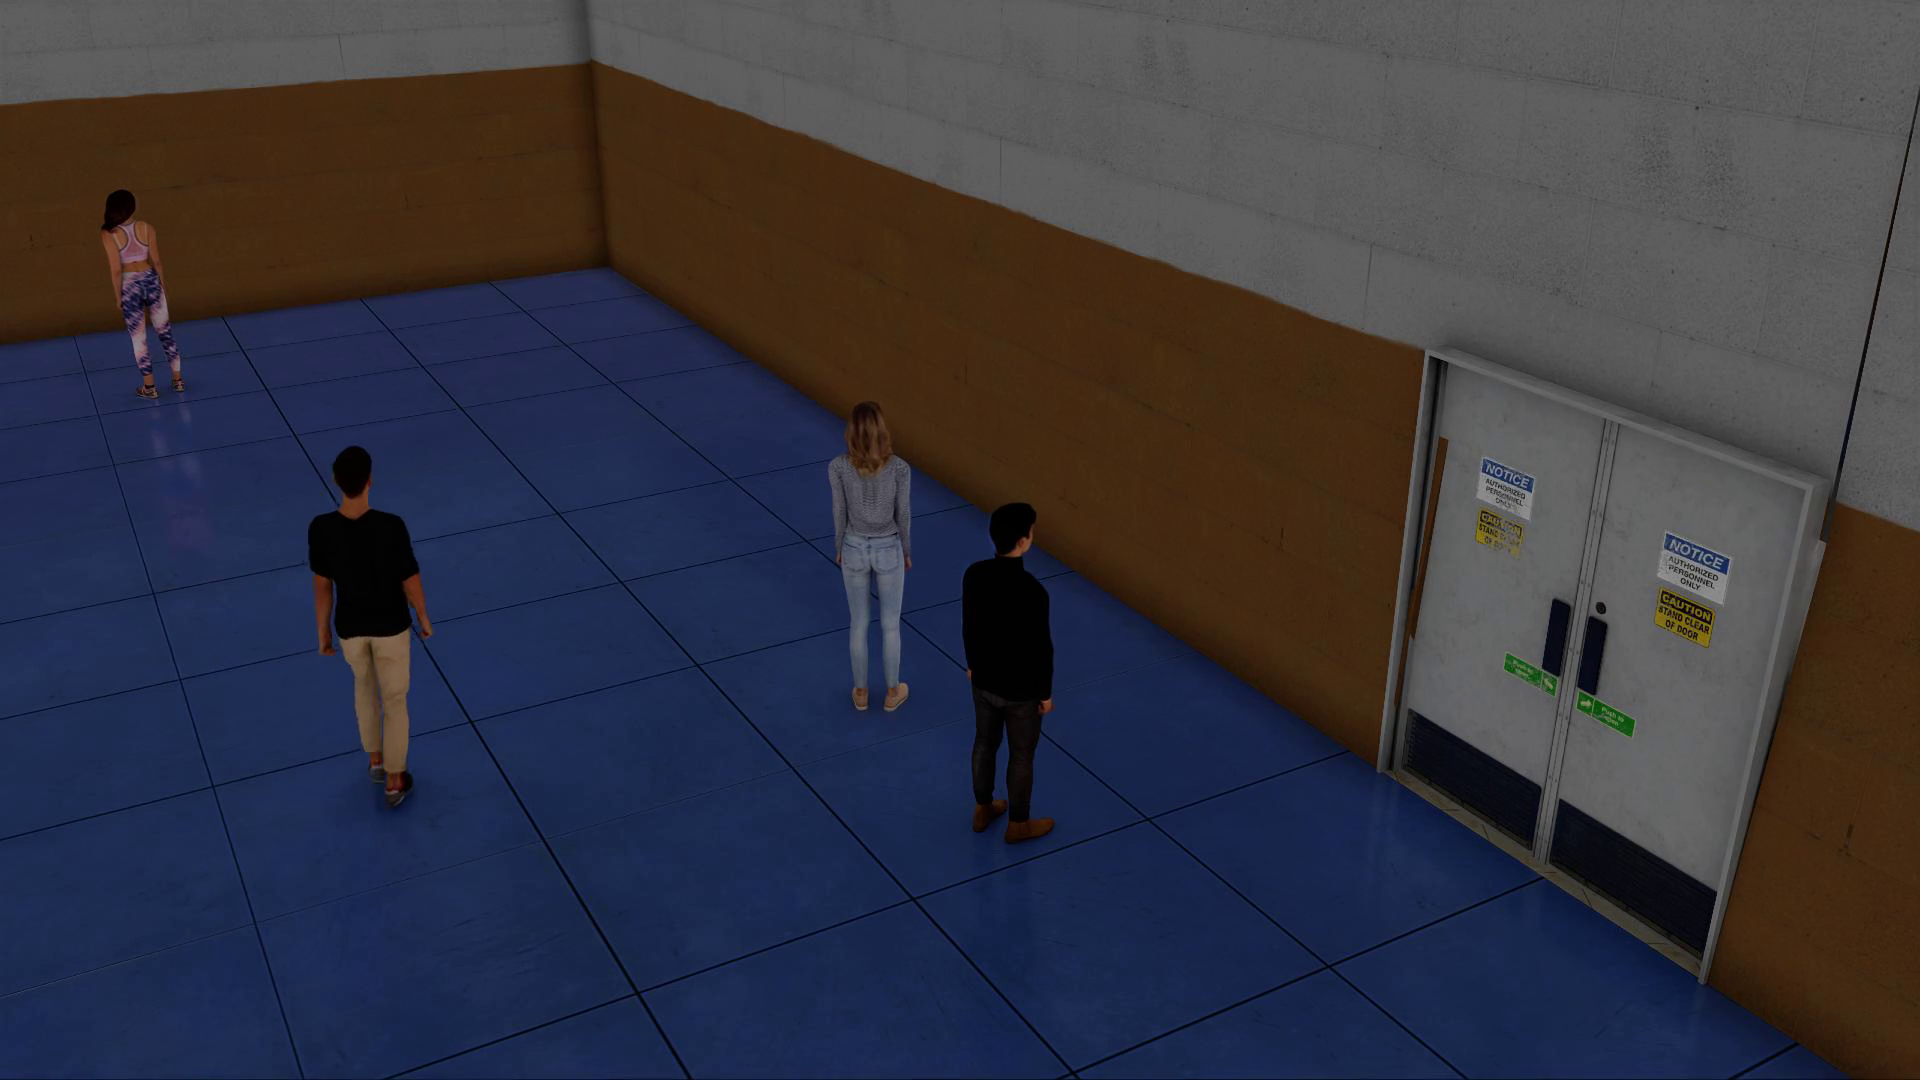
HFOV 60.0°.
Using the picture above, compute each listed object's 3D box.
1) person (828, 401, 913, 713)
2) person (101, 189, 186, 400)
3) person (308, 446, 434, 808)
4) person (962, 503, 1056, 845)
[{"bbox_3d":[-0.473,0.094,9.023,0.632,1.796,0.729,2,24,4],"label":"person"},{"bbox_3d":[-6.909,-2.080,14.030,0.553,1.766,0.712,-21,32,-40],"label":"person"},{"bbox_3d":[-2.871,0.472,8.073,0.731,1.842,0.835,-1,24,-2],"label":"person"},{"bbox_3d":[0.224,0.630,7.892,0.713,1.722,0.653,18,30,36],"label":"person"}]
